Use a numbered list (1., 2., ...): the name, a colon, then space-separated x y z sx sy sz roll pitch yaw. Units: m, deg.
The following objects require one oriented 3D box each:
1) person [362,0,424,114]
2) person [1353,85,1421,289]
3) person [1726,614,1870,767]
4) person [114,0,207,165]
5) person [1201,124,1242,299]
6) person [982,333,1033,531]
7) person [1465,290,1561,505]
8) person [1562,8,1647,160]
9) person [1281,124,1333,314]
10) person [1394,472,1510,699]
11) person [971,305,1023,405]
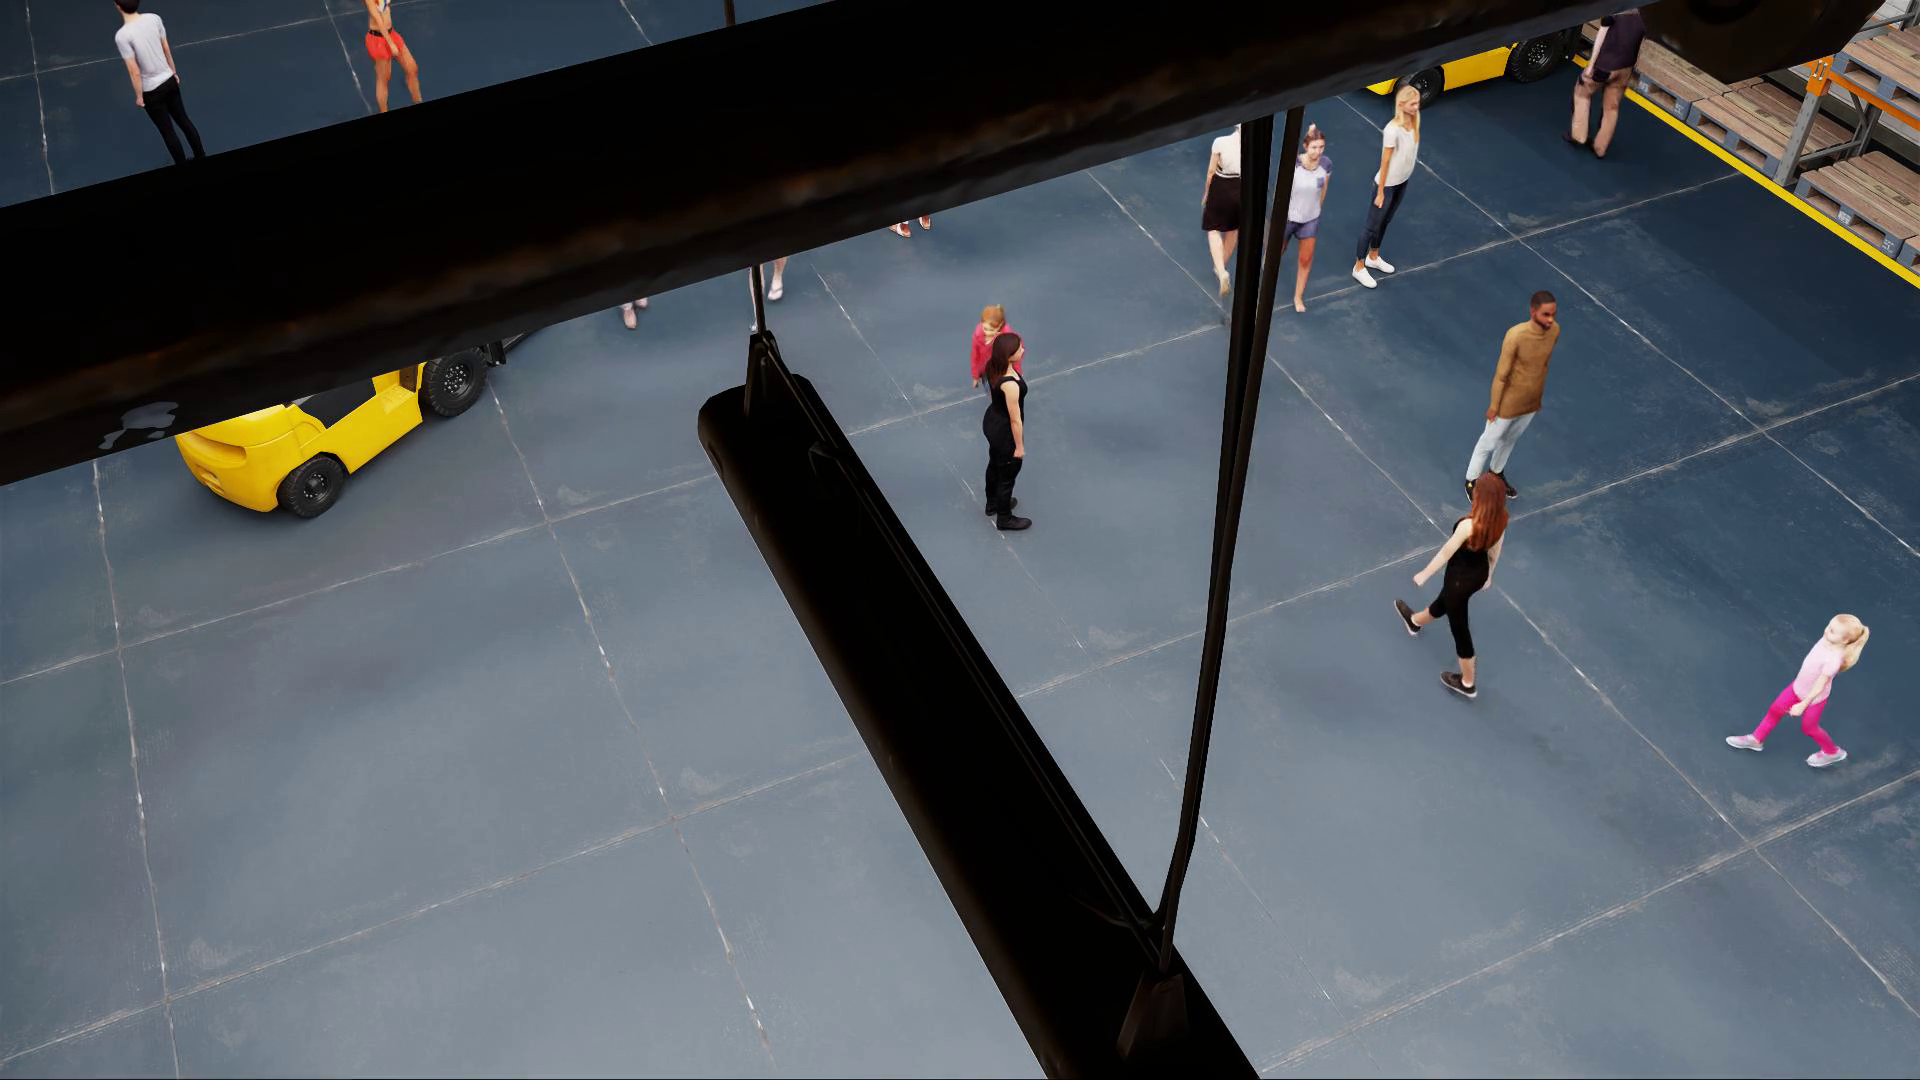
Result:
1. person: -5.615 -4.779 15.943 0.882 1.768 0.892 4 44 5
2. person: 3.630 -3.011 14.058 0.632 1.808 0.672 32 52 29
3. person: 5.332 0.953 10.299 0.868 1.254 0.895 7 44 7
4. person: -7.341 -4.163 15.227 0.780 1.863 0.743 18 47 18
5. person: 2.259 -2.787 13.880 0.832 1.729 1.010 -1 44 -1
6. person: 0.316 -0.774 11.796 0.656 1.688 0.509 -14 45 -14
7. person: 4.000 -1.031 11.974 0.627 1.816 0.525 -17 46 -17
8. person: 6.111 -4.387 15.489 0.772 1.826 0.777 -6 44 -7
9. person: 2.809 -2.740 13.923 0.799 1.601 1.032 -2 44 -2
10. person: 3.287 0.324 10.643 0.719 1.689 1.140 -26 49 -25
11. person: 0.304 -1.300 12.632 0.654 1.297 0.714 11 45 12
